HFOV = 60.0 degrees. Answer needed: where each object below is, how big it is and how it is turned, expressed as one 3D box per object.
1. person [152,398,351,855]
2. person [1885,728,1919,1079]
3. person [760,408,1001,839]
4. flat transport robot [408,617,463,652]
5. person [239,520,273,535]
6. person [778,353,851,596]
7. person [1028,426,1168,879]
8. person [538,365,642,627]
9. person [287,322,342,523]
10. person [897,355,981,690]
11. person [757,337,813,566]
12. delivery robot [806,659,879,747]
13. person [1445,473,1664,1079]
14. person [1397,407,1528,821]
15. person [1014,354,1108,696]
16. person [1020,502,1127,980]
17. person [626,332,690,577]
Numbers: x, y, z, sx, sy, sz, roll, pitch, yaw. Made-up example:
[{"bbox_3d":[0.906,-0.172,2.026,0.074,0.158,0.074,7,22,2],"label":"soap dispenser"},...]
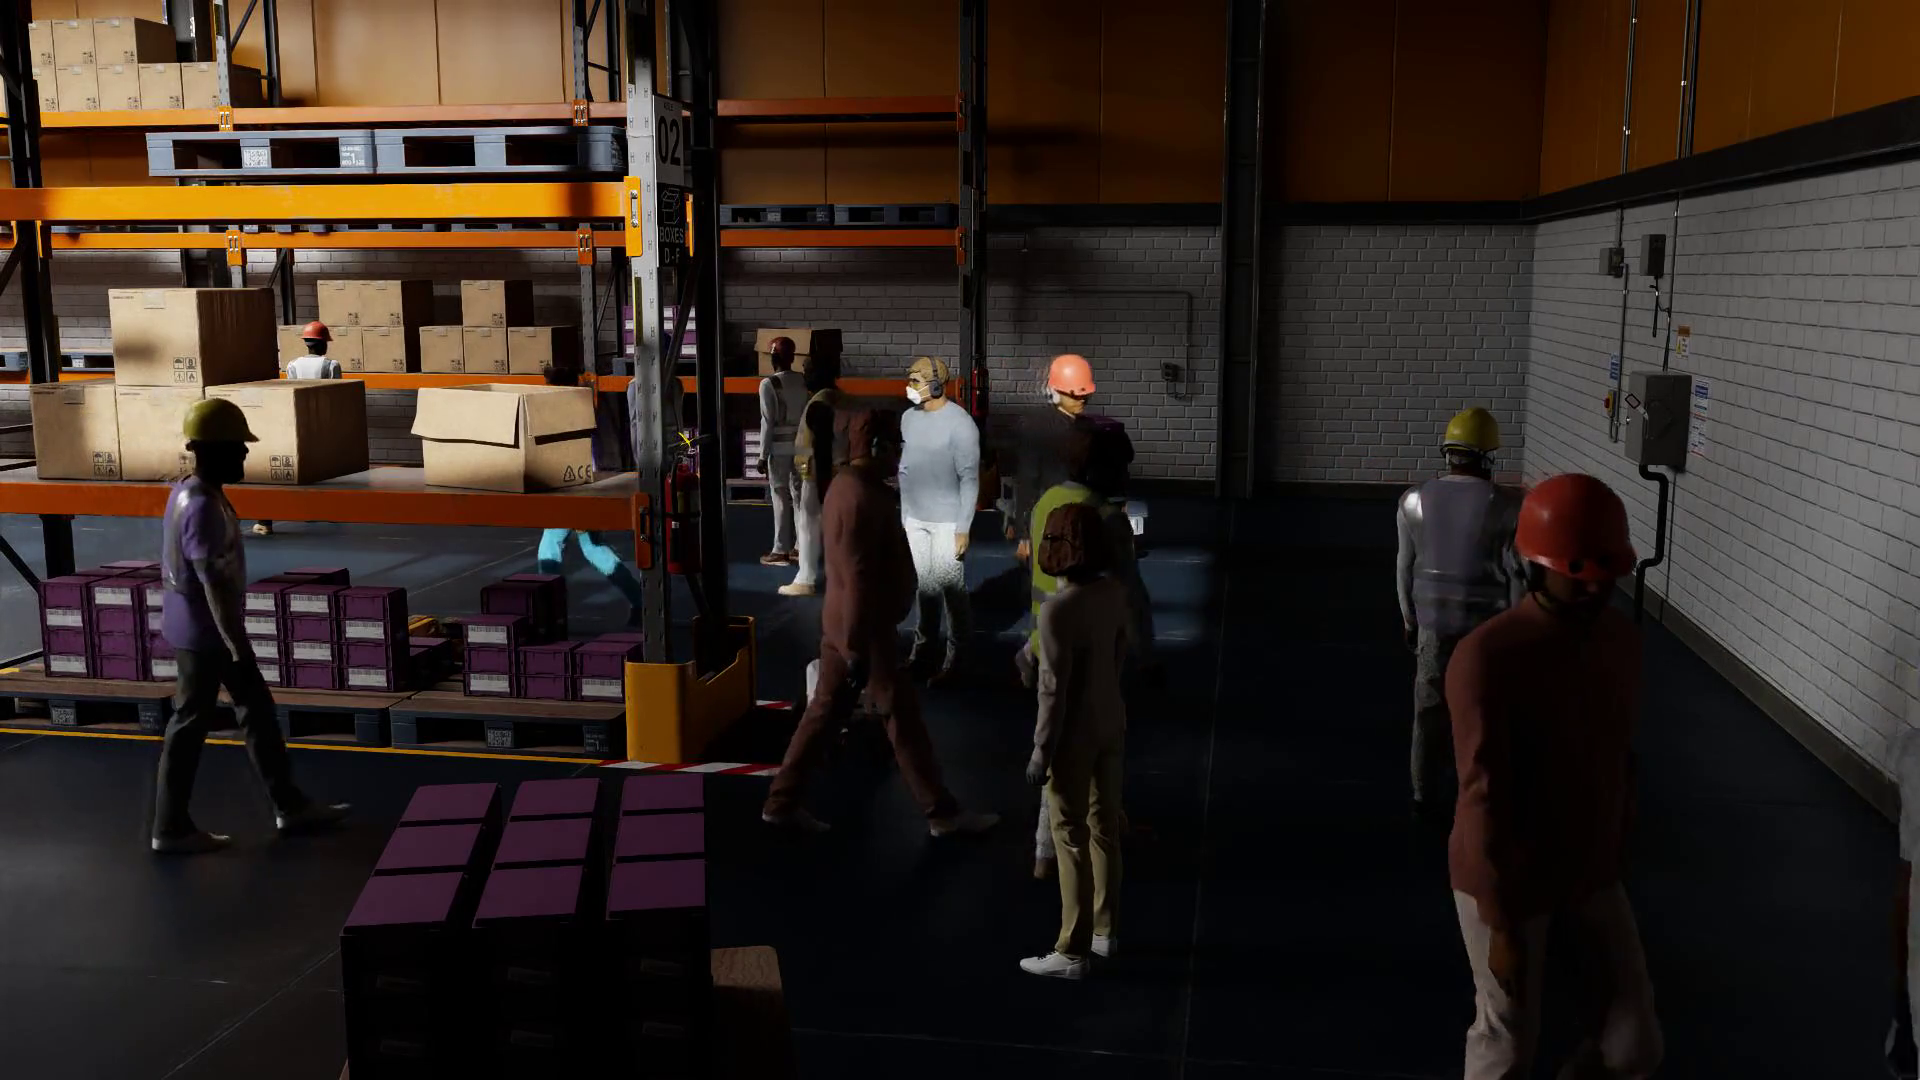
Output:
[{"bbox_3d":[-2.971,0.363,6.886,0.894,1.885,0.607,-4,10,-22],"label":"person"},{"bbox_3d":[1.907,0.995,3.135,0.661,1.845,0.529,-4,10,-22],"label":"person"},{"bbox_3d":[-0.384,0.367,7.029,1.015,1.850,0.652,-2,9,-11],"label":"person"},{"bbox_3d":[-3.879,0.612,10.360,1.431,0.197,0.652,1,9,9],"label":"flat transport robot"},{"bbox_3d":[-6.585,-1.031,15.079,0.536,2.000,0.672,7,12,37],"label":"person"},{"bbox_3d":[-0.926,-0.476,12.339,0.809,1.821,0.641,2,9,9],"label":"person"},{"bbox_3d":[0.605,0.450,6.643,0.755,1.807,0.615,-3,10,-17],"label":"person"},{"bbox_3d":[-2.521,-0.272,11.108,0.920,1.810,0.581,0,9,-1],"label":"person"},{"bbox_3d":[-6.163,-1.130,16.020,0.551,1.933,0.369,1,9,6],"label":"person"},{"bbox_3d":[-0.139,-0.103,9.649,0.377,1.937,0.629,-8,12,-40],"label":"person"},{"bbox_3d":[-1.439,-0.729,13.699,0.355,1.883,0.576,7,12,38],"label":"person"},{"bbox_3d":[-0.587,0.765,8.245,0.477,0.478,0.707,-1,9,-6],"label":"delivery robot"},{"bbox_3d":[1.389,0.808,3.897,0.616,1.965,0.451,-4,10,-25],"label":"person"},{"bbox_3d":[2.186,0.342,7.202,0.587,1.833,0.404,7,11,37],"label":"person"},{"bbox_3d":[0.586,-0.043,9.164,0.475,1.968,0.701,8,12,42],"label":"person"},{"bbox_3d":[0.397,0.684,5.702,0.285,1.633,0.498,6,11,32],"label":"person"},{"bbox_3d":[-2.358,-0.665,13.099,0.388,1.947,0.611,5,10,27],"label":"person"}]
